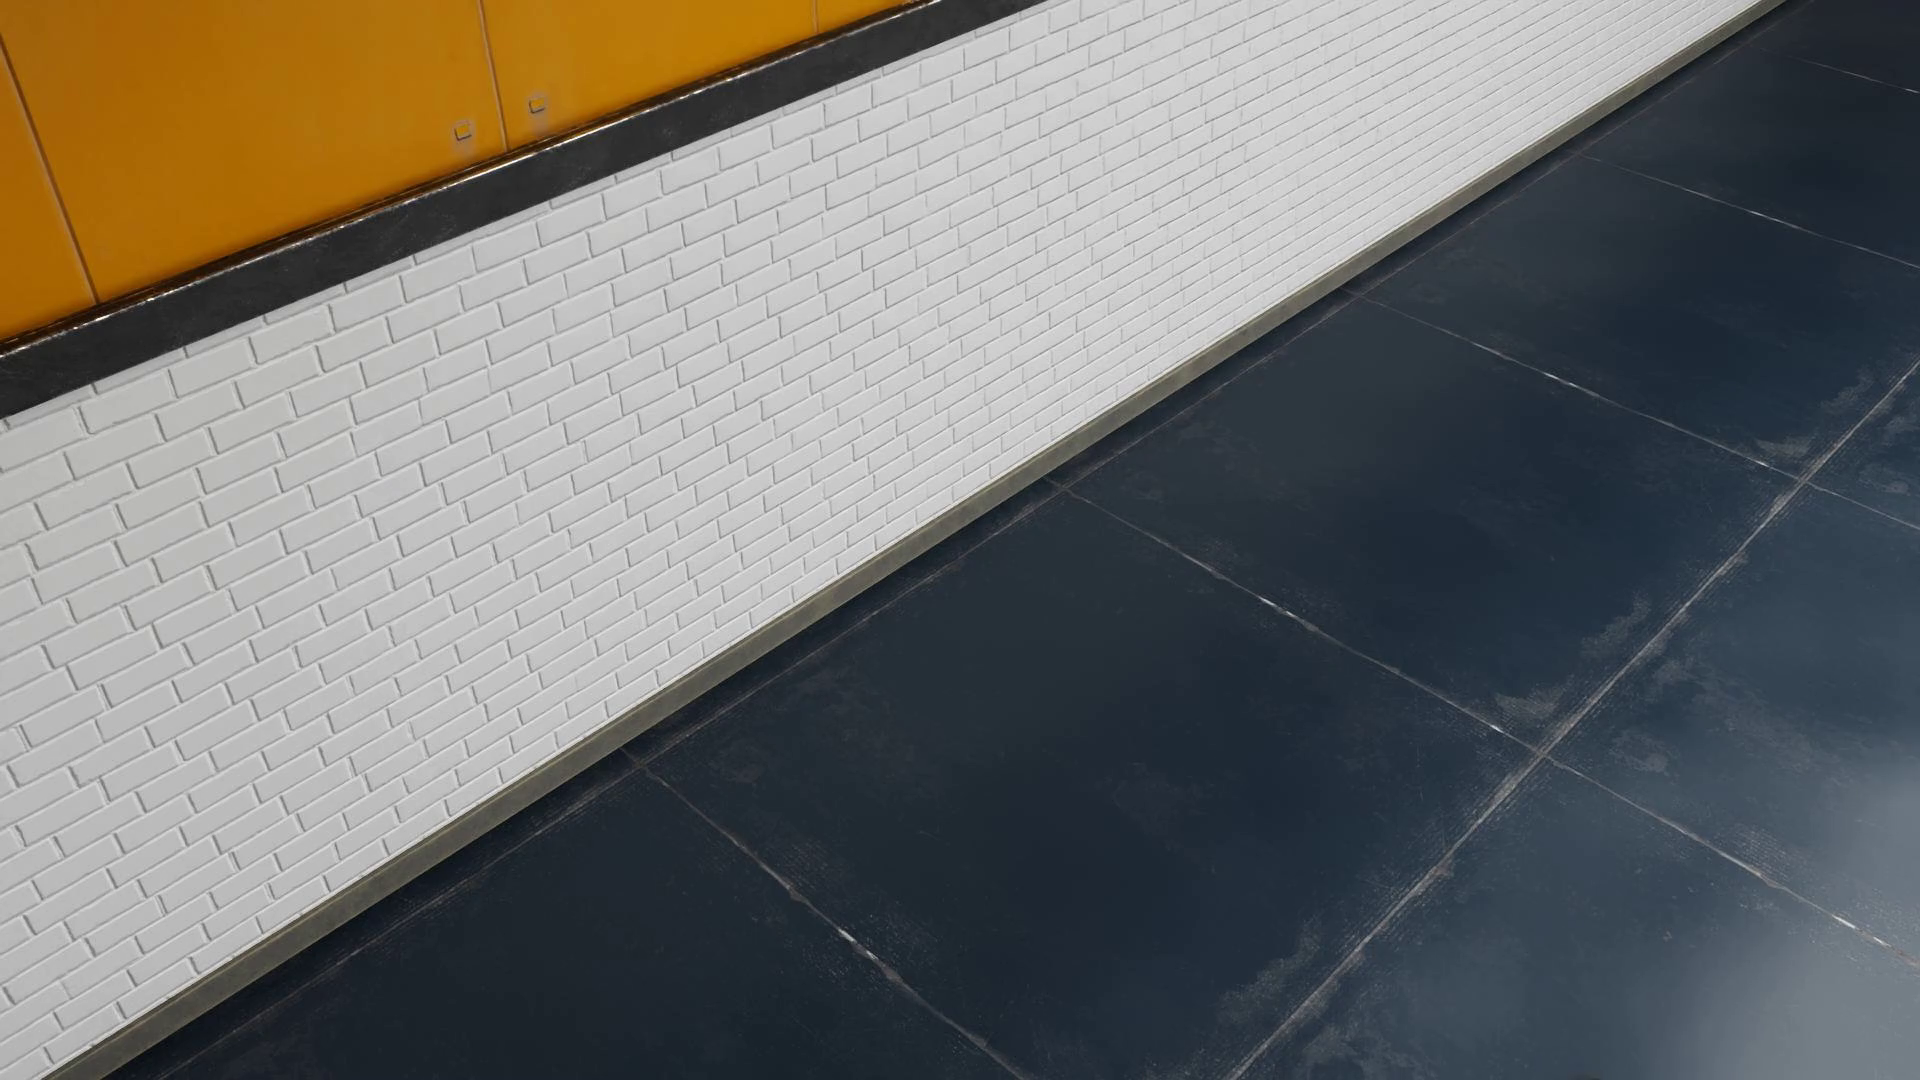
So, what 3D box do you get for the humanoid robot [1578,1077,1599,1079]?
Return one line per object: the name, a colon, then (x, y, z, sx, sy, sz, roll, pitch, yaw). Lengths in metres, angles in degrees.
humanoid robot: (1.809, 2.144, 5.161, 0.608, 1.632, 0.796, -12, 40, -14)
